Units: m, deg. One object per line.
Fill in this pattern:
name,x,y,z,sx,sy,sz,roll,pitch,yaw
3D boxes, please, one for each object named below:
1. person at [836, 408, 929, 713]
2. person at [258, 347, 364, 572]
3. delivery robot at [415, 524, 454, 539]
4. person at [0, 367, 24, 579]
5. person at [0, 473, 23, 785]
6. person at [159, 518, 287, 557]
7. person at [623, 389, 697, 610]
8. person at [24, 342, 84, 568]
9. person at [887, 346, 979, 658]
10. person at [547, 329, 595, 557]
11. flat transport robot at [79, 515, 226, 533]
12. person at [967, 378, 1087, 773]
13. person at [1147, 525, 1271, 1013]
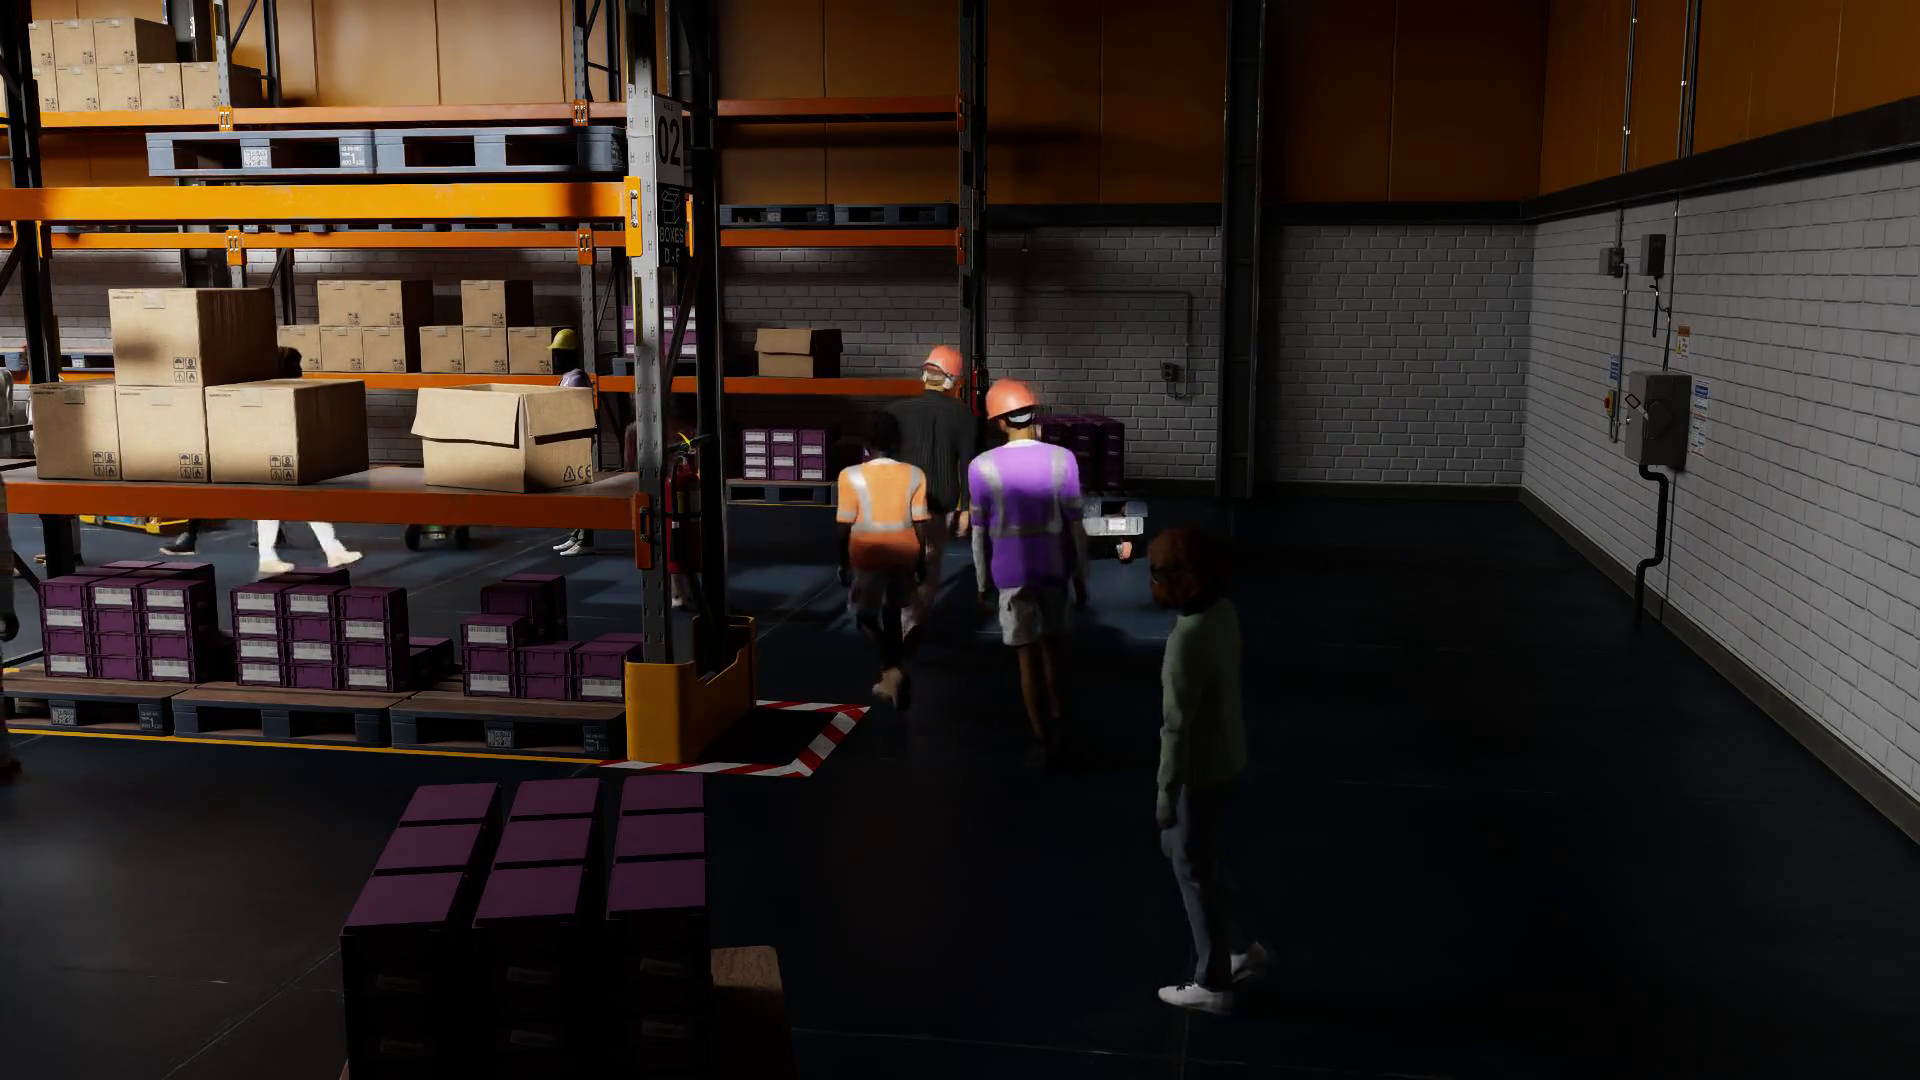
person,-0.392,0.120,9.060,0.535,1.671,0.694,-5,10,-26
person,-5.262,-0.628,13.294,0.874,1.804,0.639,1,9,5
delivery robot,-4.560,-0.265,14.637,0.477,0.478,0.707,-1,9,-4
person,-7.525,-0.676,12.873,0.393,2.041,0.613,3,10,19
person,-4.582,0.279,7.524,0.592,1.862,0.798,-2,9,-13
person,-6.333,-0.812,14.244,1.028,1.898,0.601,-7,12,-38
person,-2.142,-0.308,11.927,0.531,1.602,0.668,-8,12,-42
person,-7.426,-0.716,13.606,0.353,1.887,0.573,-7,11,-37
person,-0.201,-0.241,10.498,0.657,1.945,0.926,-1,9,-5
person,-3.296,-0.825,14.146,0.364,1.930,0.588,-4,10,-21
flat transport robot,-7.673,-0.258,15.760,1.431,0.197,0.652,6,11,34
person,0.318,0.168,8.125,0.553,1.888,0.603,-1,9,-8
person,0.754,0.745,5.339,0.341,1.612,0.524,4,10,25
